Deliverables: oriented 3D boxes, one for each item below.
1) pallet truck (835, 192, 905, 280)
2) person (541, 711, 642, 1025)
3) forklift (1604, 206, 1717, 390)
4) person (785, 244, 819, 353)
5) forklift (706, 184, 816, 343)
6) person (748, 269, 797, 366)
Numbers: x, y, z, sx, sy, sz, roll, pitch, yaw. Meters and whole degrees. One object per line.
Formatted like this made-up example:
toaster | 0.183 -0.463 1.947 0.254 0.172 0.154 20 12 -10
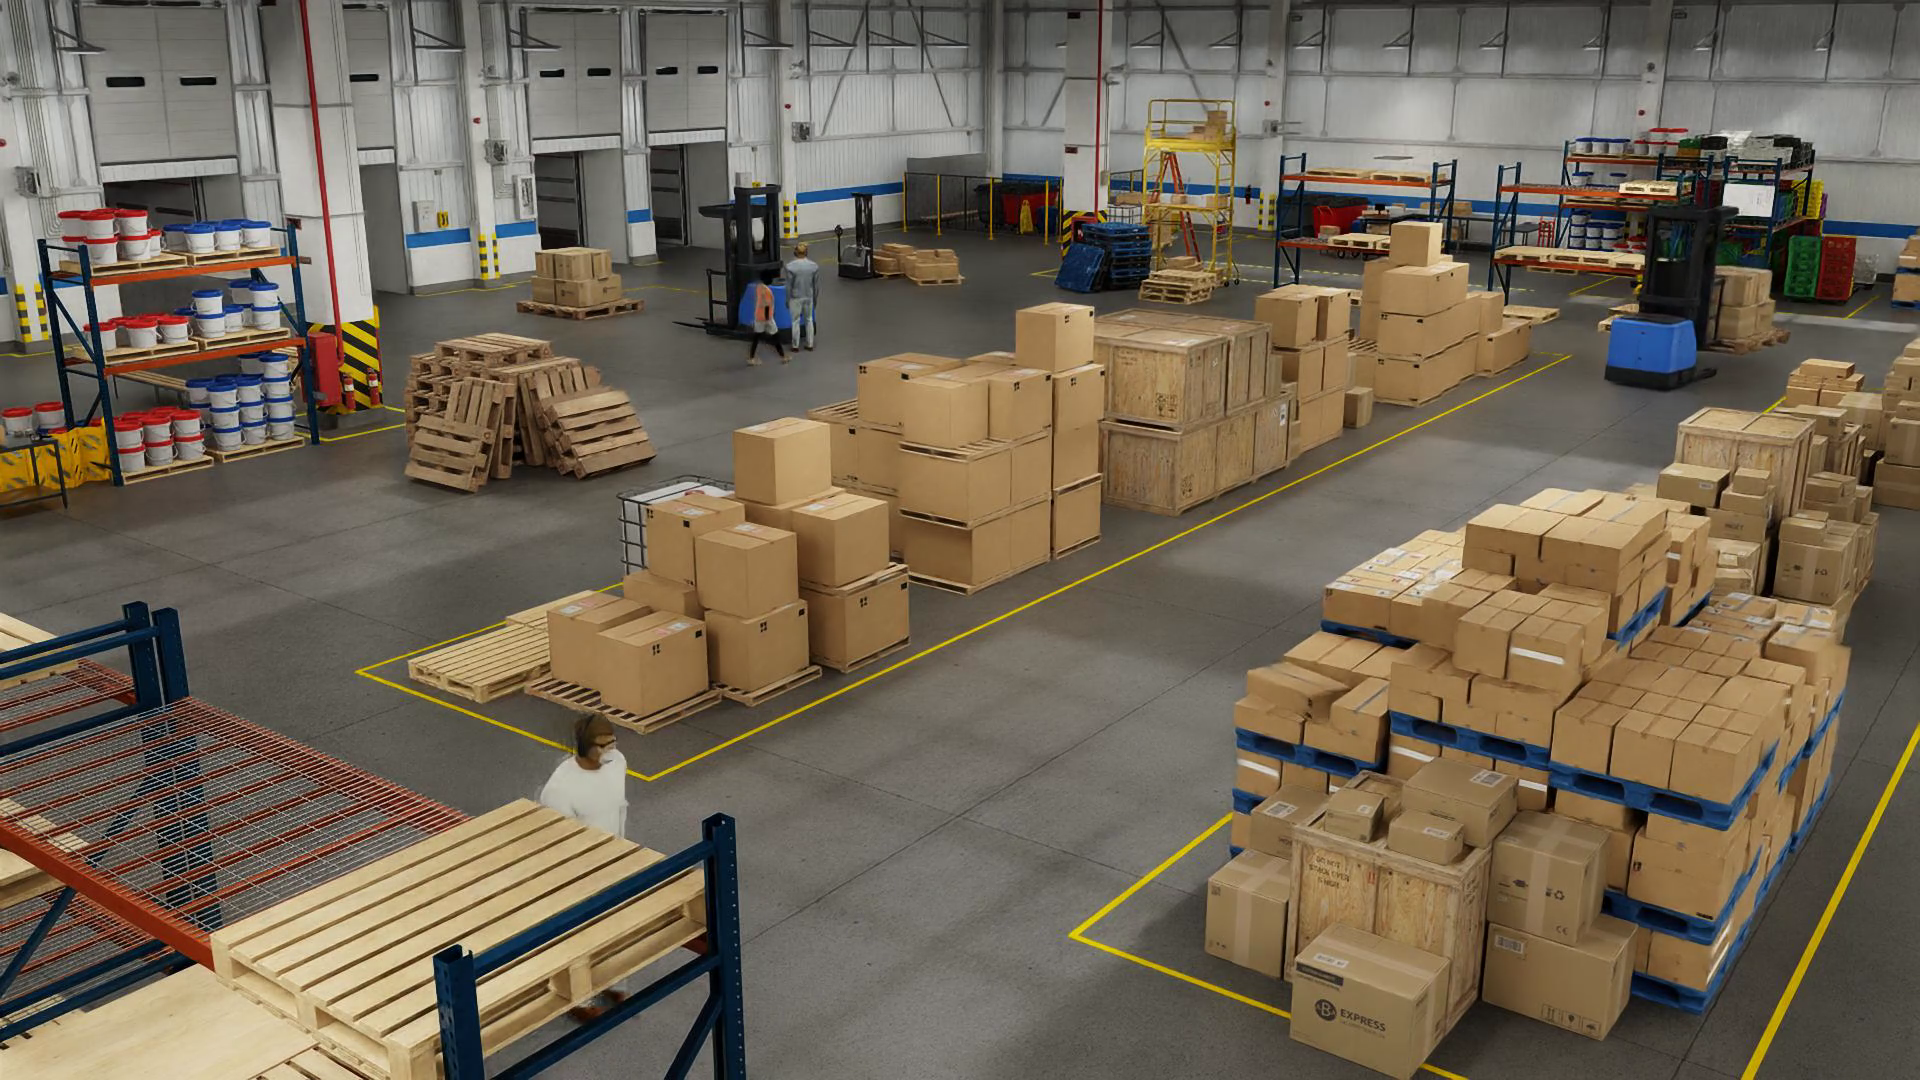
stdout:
pallet truck | -1.936 -7.159 38.982 1.885 1.965 0.823 -12 21 -34
person | -2.032 1.852 9.288 0.567 1.916 0.666 10 20 31
forklift | 11.475 -3.968 26.914 1.873 2.768 1.129 -15 23 -41
person | -2.815 -4.307 29.671 0.635 1.928 0.382 -8 19 -25
forklift | -3.714 -5.181 30.930 1.873 2.768 1.129 12 21 35
person | -3.272 -3.812 28.486 0.854 1.645 0.539 -9 19 -27
